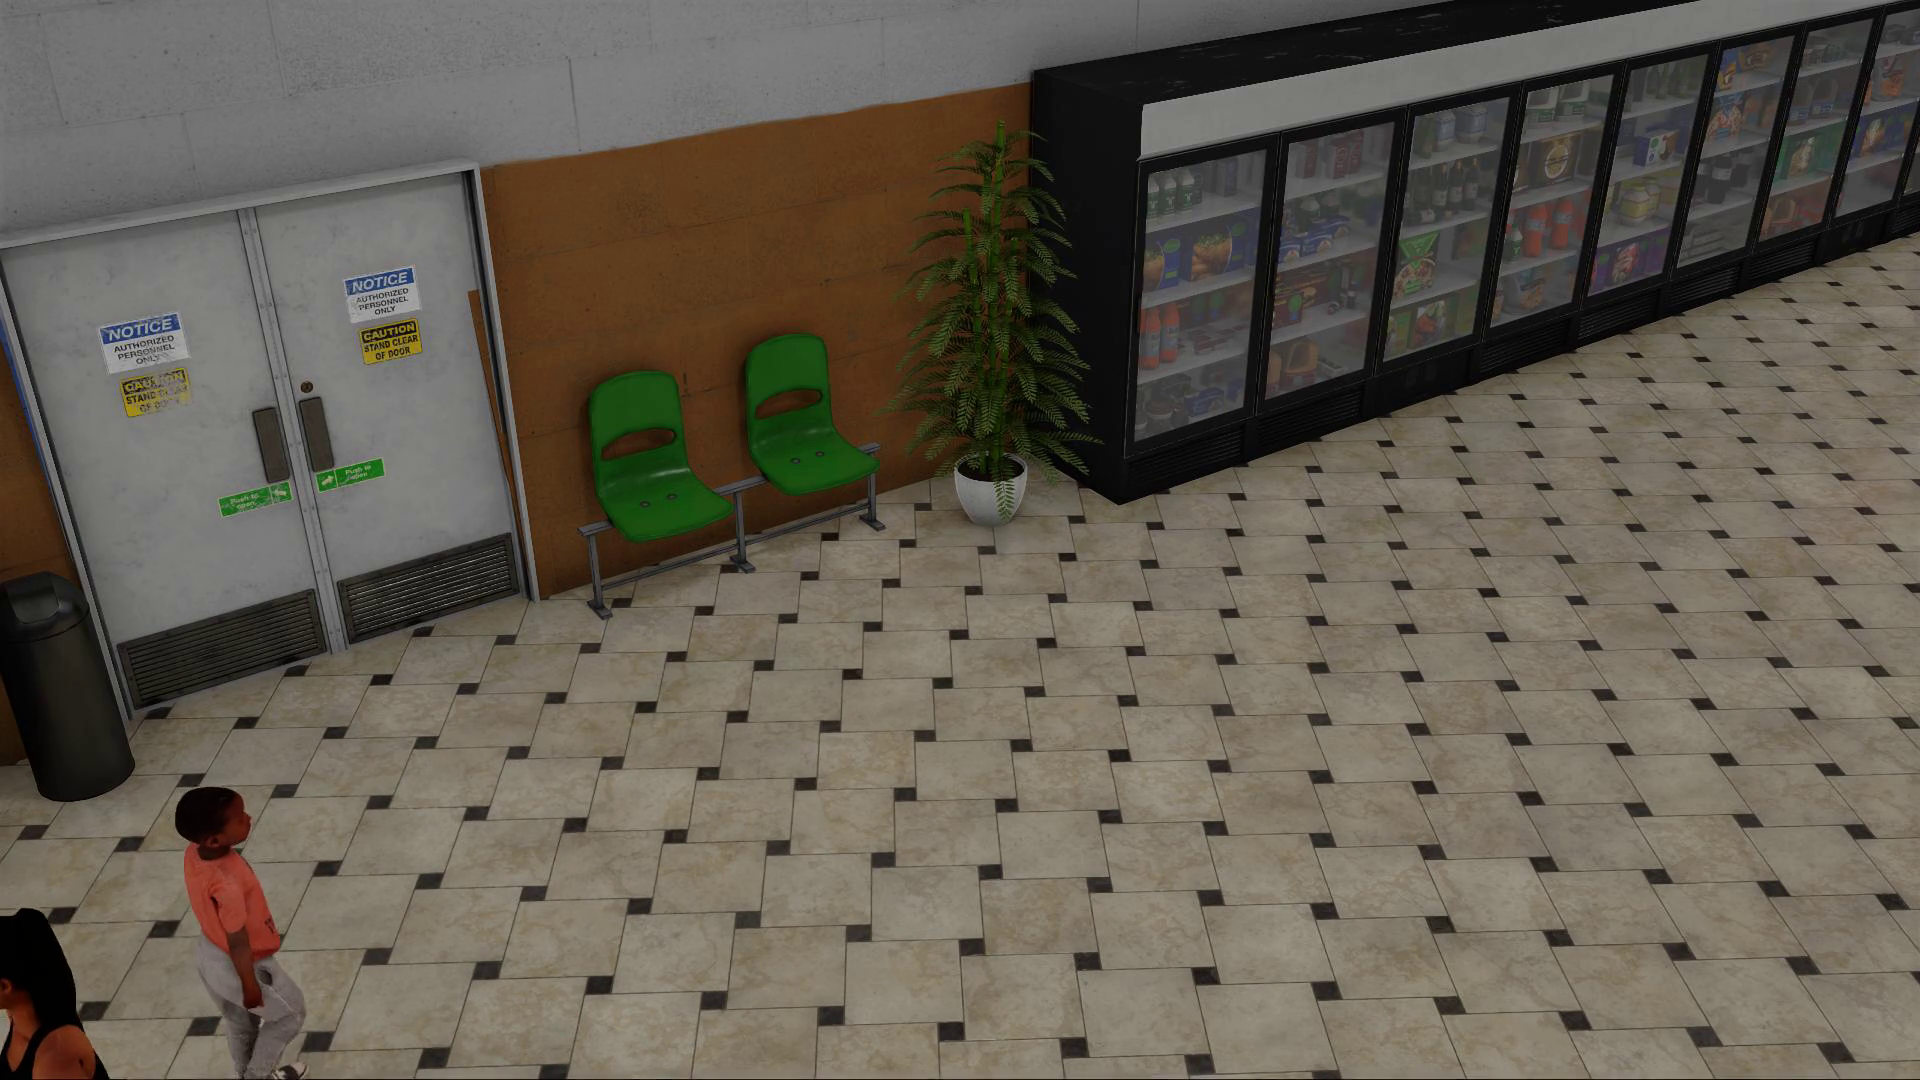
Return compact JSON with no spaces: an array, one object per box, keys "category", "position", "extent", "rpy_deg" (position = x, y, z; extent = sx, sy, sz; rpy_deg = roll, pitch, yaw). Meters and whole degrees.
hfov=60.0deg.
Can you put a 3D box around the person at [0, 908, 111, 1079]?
[{"category":"person","position":[-2.223,1.633,4.466],"extent":[0.707,1.654,0.743],"rpy_deg":[-23,36,-36]}]

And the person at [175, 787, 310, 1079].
[{"category":"person","position":[-2.381,1.360,5.335],"extent":[0.589,1.300,0.490],"rpy_deg":[-24,37,-37]}]
